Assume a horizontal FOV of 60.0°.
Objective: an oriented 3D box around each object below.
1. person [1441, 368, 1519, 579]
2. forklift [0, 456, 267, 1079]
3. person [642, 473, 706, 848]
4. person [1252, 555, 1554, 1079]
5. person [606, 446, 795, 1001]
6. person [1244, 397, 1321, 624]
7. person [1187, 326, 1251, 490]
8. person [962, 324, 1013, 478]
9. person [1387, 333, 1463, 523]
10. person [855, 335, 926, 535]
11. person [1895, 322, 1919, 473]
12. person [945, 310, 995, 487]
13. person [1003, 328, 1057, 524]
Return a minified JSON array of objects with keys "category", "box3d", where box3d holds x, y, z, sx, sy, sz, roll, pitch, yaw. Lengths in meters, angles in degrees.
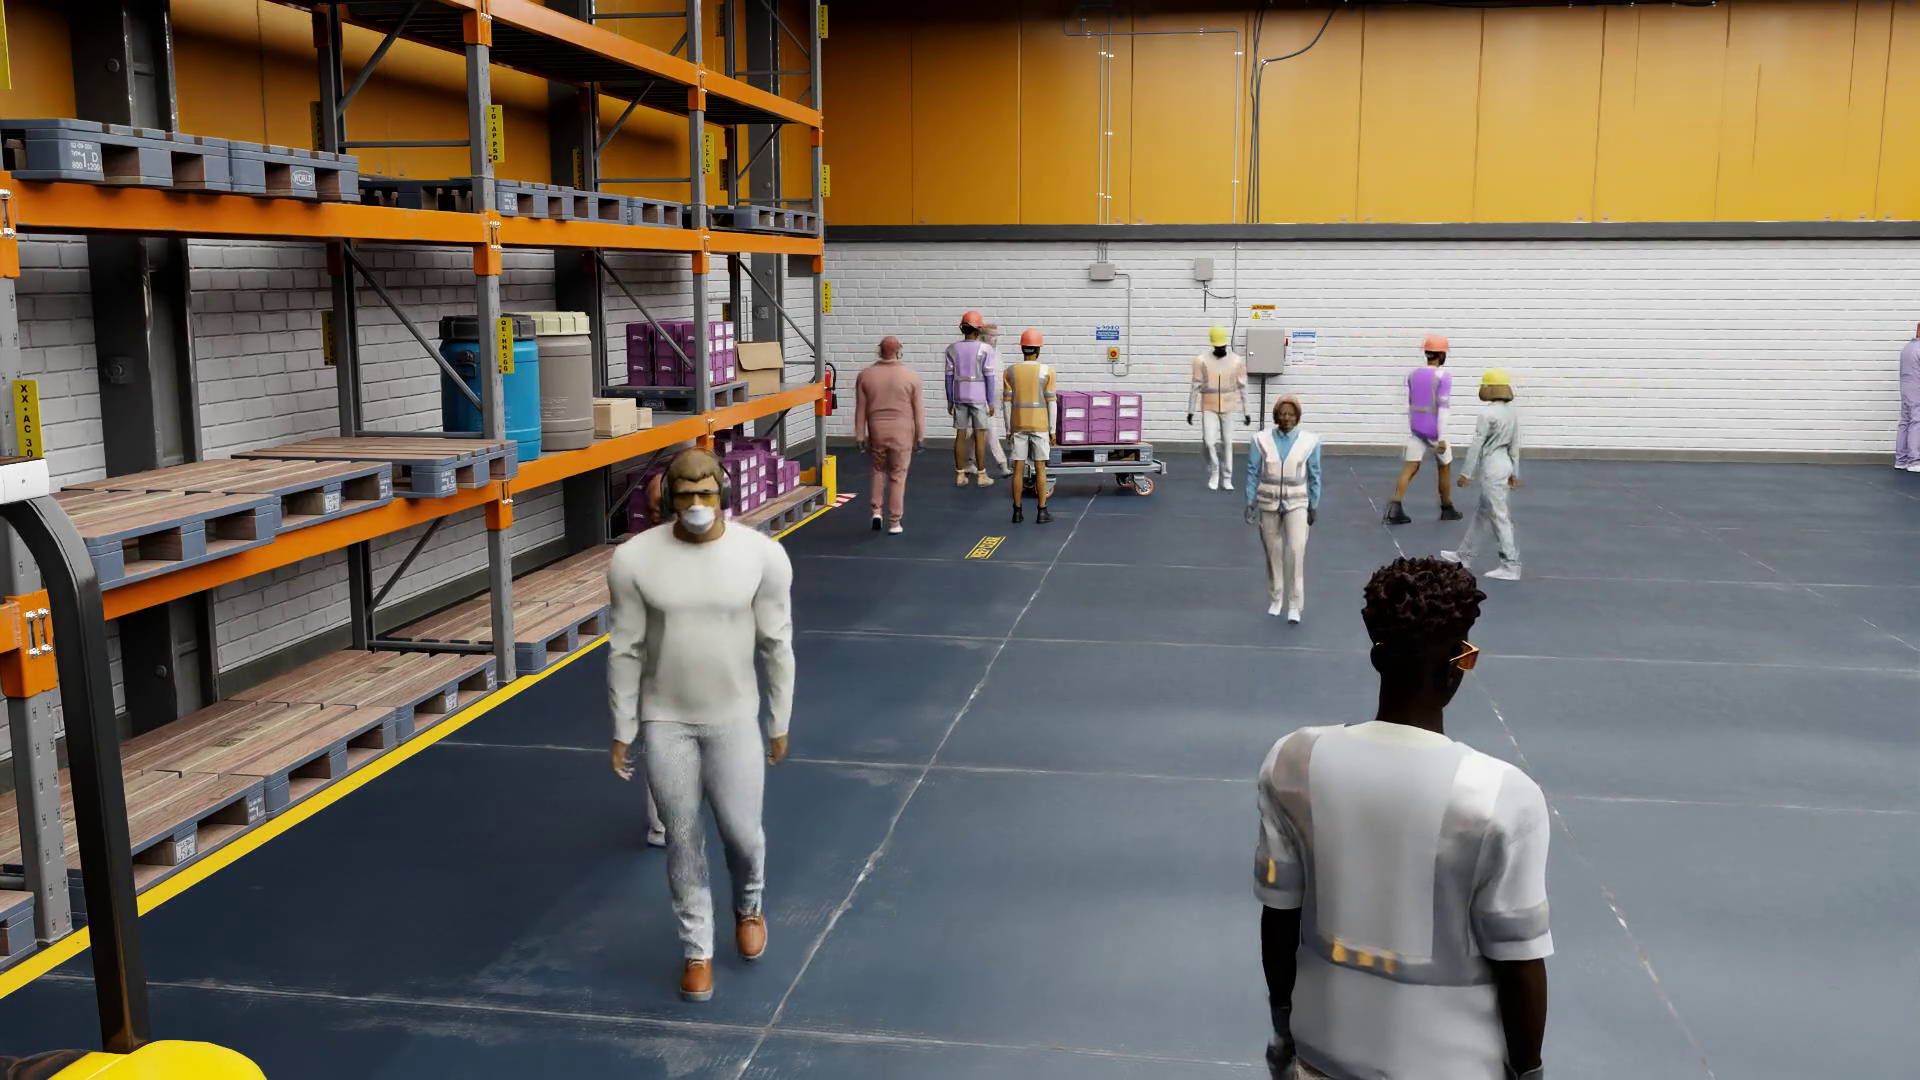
[{"category":"person","box3d":[4.290,-0.552,13.666,0.739,1.722,0.497,9,13,43]},{"category":"forklift","box3d":[-2.328,0.975,2.765,2.313,2.155,1.214,1,9,9]},{"category":"person","box3d":[-1.269,0.520,7.277,0.310,1.638,0.523,-1,9,-9]},{"category":"person","box3d":[0.875,1.000,3.307,0.602,1.967,0.366,7,12,39]},{"category":"person","box3d":[-0.891,0.629,5.740,0.636,1.922,0.455,-1,9,-3]},{"category":"person","box3d":[2.287,-0.206,11.862,0.520,1.607,0.794,3,10,17]},{"category":"person","box3d":[2.944,-1.491,18.916,0.714,1.882,0.546,1,9,4]},{"category":"person","box3d":[0.392,-1.683,20.177,0.976,1.855,0.660,6,11,32]},{"category":"person","box3d":[4.635,-1.101,16.508,0.972,1.895,0.556,-6,11,-32]},{"category":"person","box3d":[-0.651,-0.996,15.830,0.664,1.891,0.435,2,9,11]},{"category":"person","box3d":[11.962,-1.793,20.733,0.401,1.905,0.642,1,9,6]},{"category":"person","box3d":[0.127,-1.637,19.337,0.609,2.044,0.393,4,10,24]},{"category":"person","box3d":[0.699,-1.124,16.497,0.545,1.938,0.361,2,10,14]}]
